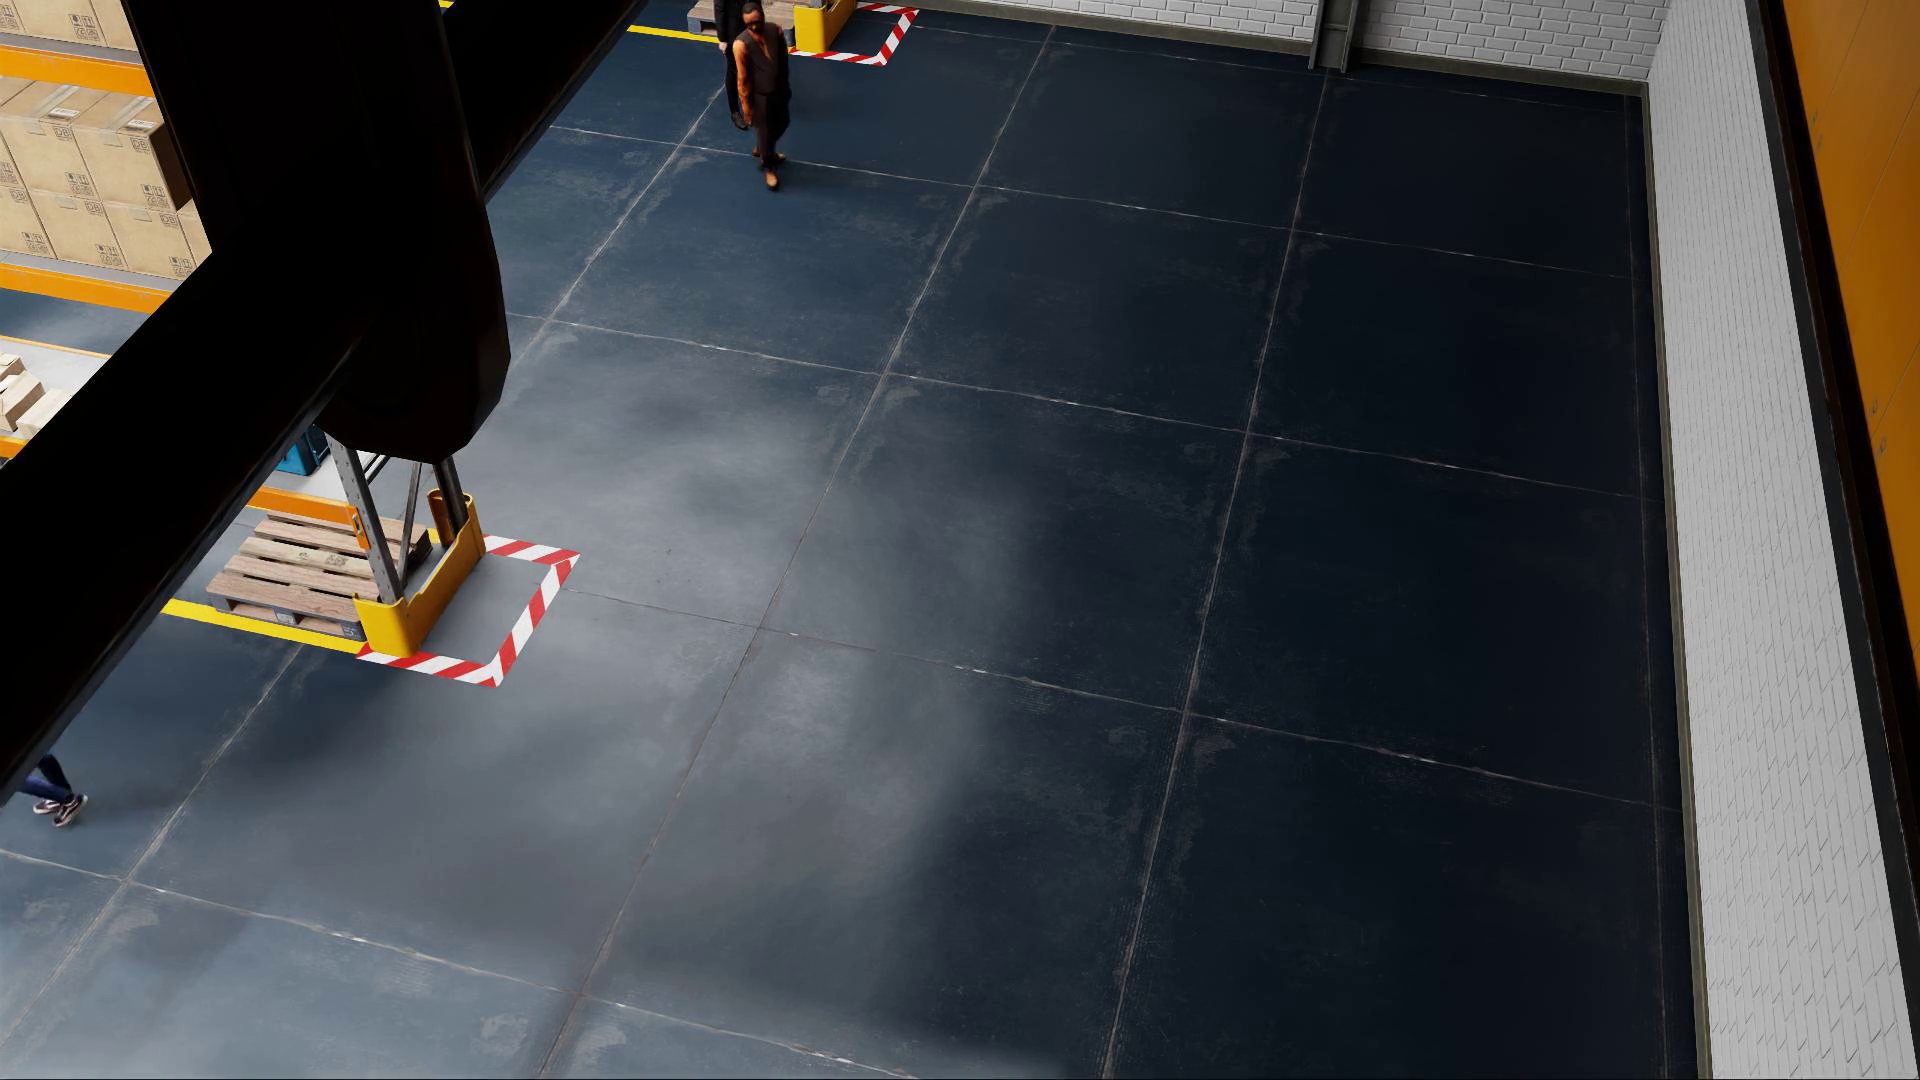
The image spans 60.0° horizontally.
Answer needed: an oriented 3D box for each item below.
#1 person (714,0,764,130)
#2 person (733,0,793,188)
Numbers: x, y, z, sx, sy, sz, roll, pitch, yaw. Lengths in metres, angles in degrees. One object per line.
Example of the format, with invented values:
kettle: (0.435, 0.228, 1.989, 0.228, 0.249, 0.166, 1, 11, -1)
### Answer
person: (-2.123, -4.943, 16.092, 0.788, 1.891, 0.798, -31, 52, -28)
person: (-1.790, -4.105, 15.228, 1.064, 1.871, 1.010, 29, 51, 27)
